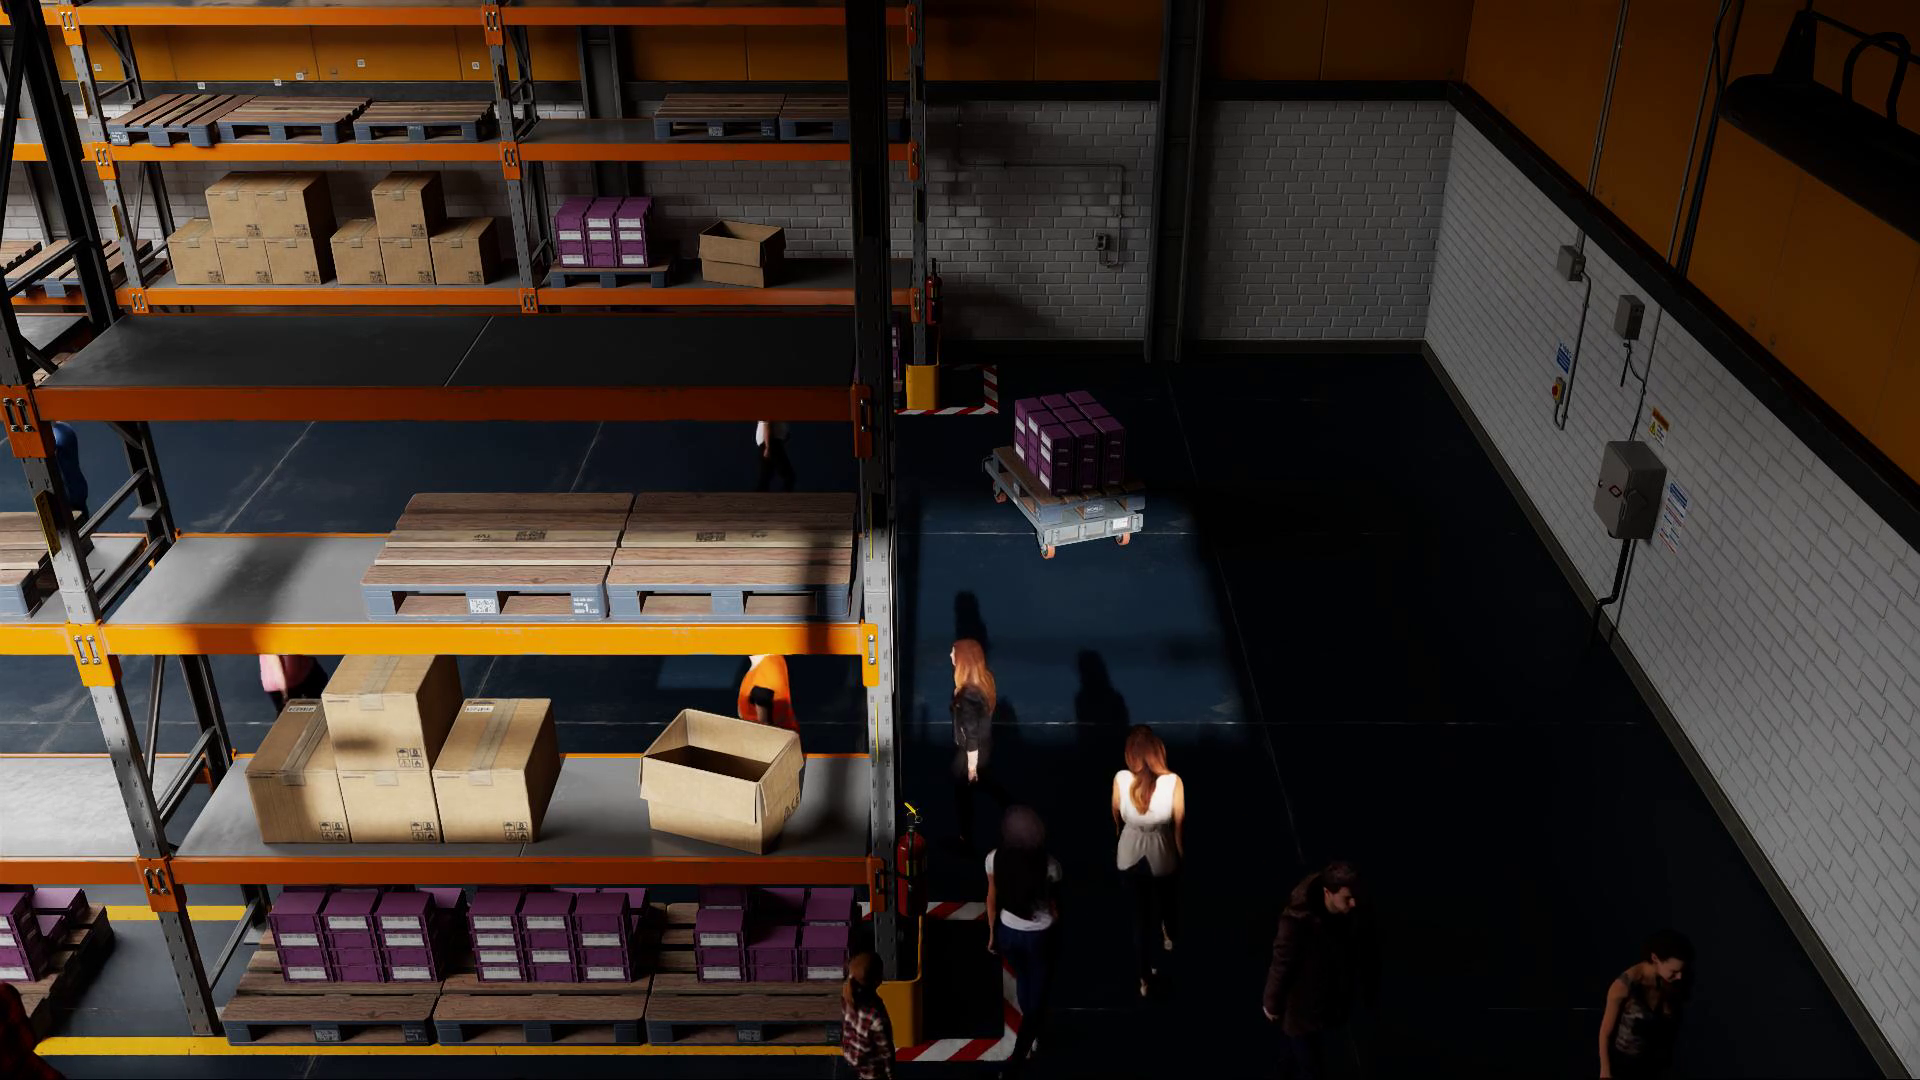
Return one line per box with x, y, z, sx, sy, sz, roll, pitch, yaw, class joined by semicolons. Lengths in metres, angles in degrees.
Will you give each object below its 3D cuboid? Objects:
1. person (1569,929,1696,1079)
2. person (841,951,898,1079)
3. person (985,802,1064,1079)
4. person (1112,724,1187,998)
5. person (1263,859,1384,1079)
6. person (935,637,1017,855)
3.359;2.621;8.374;0.796;1.755;0.996;-7;29;-13;person
-0.536;2.731;8.678;1.020;1.270;0.840;-15;32;-26;person
0.335;2.248;9.069;1.051;1.744;0.880;10;30;17;person
1.073;1.917;9.664;0.852;1.755;0.729;5;29;9;person
1.821;2.365;8.783;1.111;1.813;1.100;-14;31;-23;person
0.183;1.363;10.742;0.987;1.696;0.768;7;29;13;person
